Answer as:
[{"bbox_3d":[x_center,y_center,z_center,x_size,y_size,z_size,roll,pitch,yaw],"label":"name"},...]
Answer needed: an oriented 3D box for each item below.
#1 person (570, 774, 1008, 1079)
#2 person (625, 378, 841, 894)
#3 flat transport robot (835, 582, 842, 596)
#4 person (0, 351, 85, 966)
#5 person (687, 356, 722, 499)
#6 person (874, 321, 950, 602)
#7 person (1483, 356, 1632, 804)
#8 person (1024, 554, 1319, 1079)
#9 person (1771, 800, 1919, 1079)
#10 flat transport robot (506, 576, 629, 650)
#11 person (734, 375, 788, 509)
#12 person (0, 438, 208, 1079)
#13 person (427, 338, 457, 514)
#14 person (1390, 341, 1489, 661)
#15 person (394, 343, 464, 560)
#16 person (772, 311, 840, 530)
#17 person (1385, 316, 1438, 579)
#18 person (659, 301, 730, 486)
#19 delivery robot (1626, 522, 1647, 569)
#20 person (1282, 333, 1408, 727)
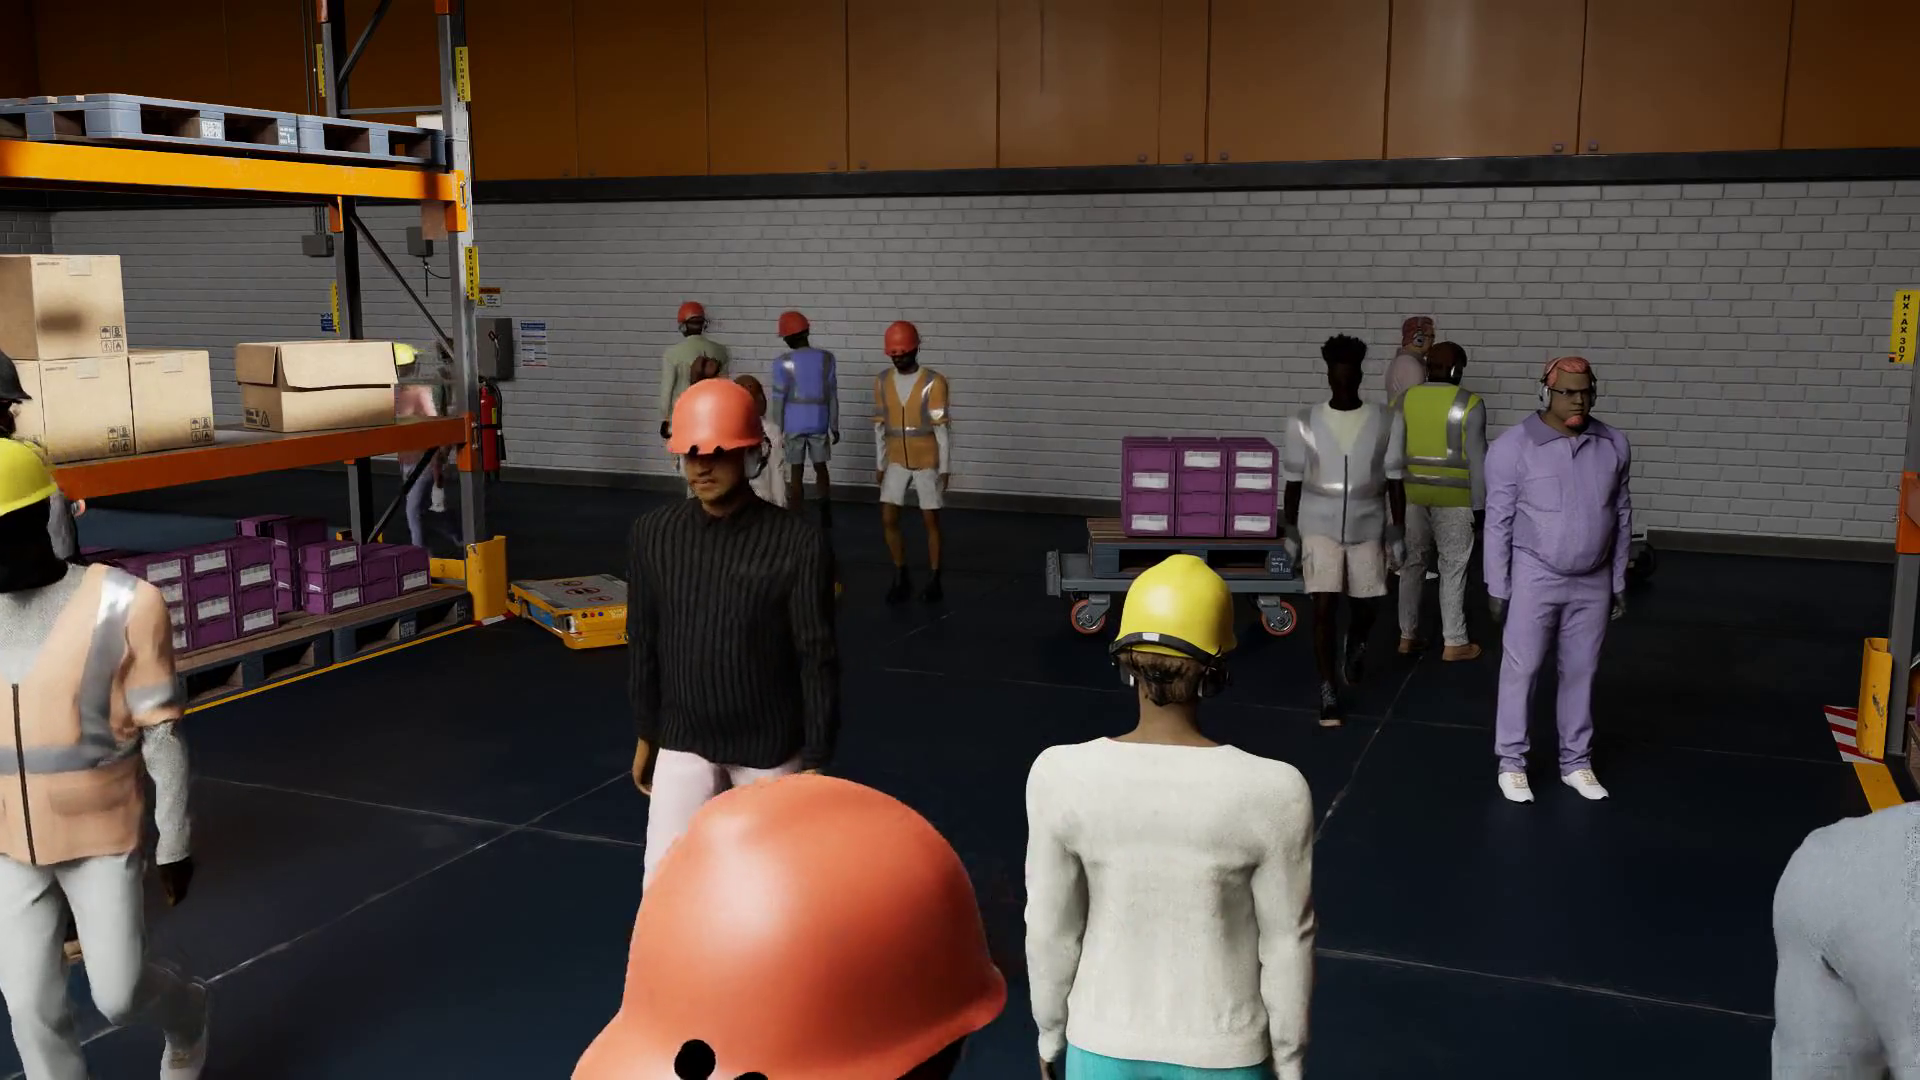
[{"bbox_3d":[-0.005,1.095,1.351,0.599,1.922,0.556,-9,13,-44],"label":"person"},{"bbox_3d":[-0.646,0.567,4.402,0.653,1.967,0.776,2,10,13],"label":"person"},{"bbox_3d":[-1.581,0.300,11.175,1.431,0.197,0.652,-6,11,-30],"label":"flat transport robot"},{"bbox_3d":[-3.083,0.370,5.400,0.683,2.000,0.538,2,10,12],"label":"person"},{"bbox_3d":[-1.998,-0.577,12.440,0.768,1.606,0.509,-2,10,-14],"label":"person"},{"bbox_3d":[-0.316,-0.513,11.159,0.608,1.900,0.608,3,10,20],"label":"person"},{"bbox_3d":[2.534,0.173,7.038,0.631,1.899,0.404,-1,9,-6],"label":"person"},{"bbox_3d":[0.375,0.903,3.003,0.522,1.768,0.312,3,10,15],"label":"person"},{"bbox_3d":[1.362,0.981,2.135,0.639,1.906,0.957,8,12,38],"label":"person"},{"bbox_3d":[-2.323,0.425,10.413,0.652,0.197,1.431,-6,11,-31],"label":"flat transport robot"},{"bbox_3d":[-1.303,-0.184,10.040,0.509,1.623,0.644,4,10,25],"label":"person"},{"bbox_3d":[-2.146,0.676,4.024,0.602,1.888,0.695,-1,9,-5],"label":"person"},{"bbox_3d":[-4.599,-1.020,15.076,0.679,1.618,0.512,8,12,39],"label":"person"},{"bbox_3d":[2.779,-0.225,9.626,0.429,1.838,0.622,-9,13,-44],"label":"person"},{"bbox_3d":[-3.807,-0.557,11.938,0.677,1.733,0.568,-9,13,-43],"label":"person"},{"bbox_3d":[-1.293,-0.967,13.917,0.586,1.899,0.493,-4,10,-20],"label":"person"},{"bbox_3d":[3.314,-0.677,12.149,0.411,1.908,0.643,0,9,2],"label":"person"},{"bbox_3d":[-2.244,-1.031,14.113,0.612,1.973,0.429,-8,12,-39],"label":"person"},{"bbox_3d":[4.646,-0.048,12.144,0.477,0.478,0.707,-4,10,-25],"label":"delivery robot"},{"bbox_3d":[1.931,-0.075,8.384,0.631,1.944,0.716,2,10,10],"label":"person"}]
